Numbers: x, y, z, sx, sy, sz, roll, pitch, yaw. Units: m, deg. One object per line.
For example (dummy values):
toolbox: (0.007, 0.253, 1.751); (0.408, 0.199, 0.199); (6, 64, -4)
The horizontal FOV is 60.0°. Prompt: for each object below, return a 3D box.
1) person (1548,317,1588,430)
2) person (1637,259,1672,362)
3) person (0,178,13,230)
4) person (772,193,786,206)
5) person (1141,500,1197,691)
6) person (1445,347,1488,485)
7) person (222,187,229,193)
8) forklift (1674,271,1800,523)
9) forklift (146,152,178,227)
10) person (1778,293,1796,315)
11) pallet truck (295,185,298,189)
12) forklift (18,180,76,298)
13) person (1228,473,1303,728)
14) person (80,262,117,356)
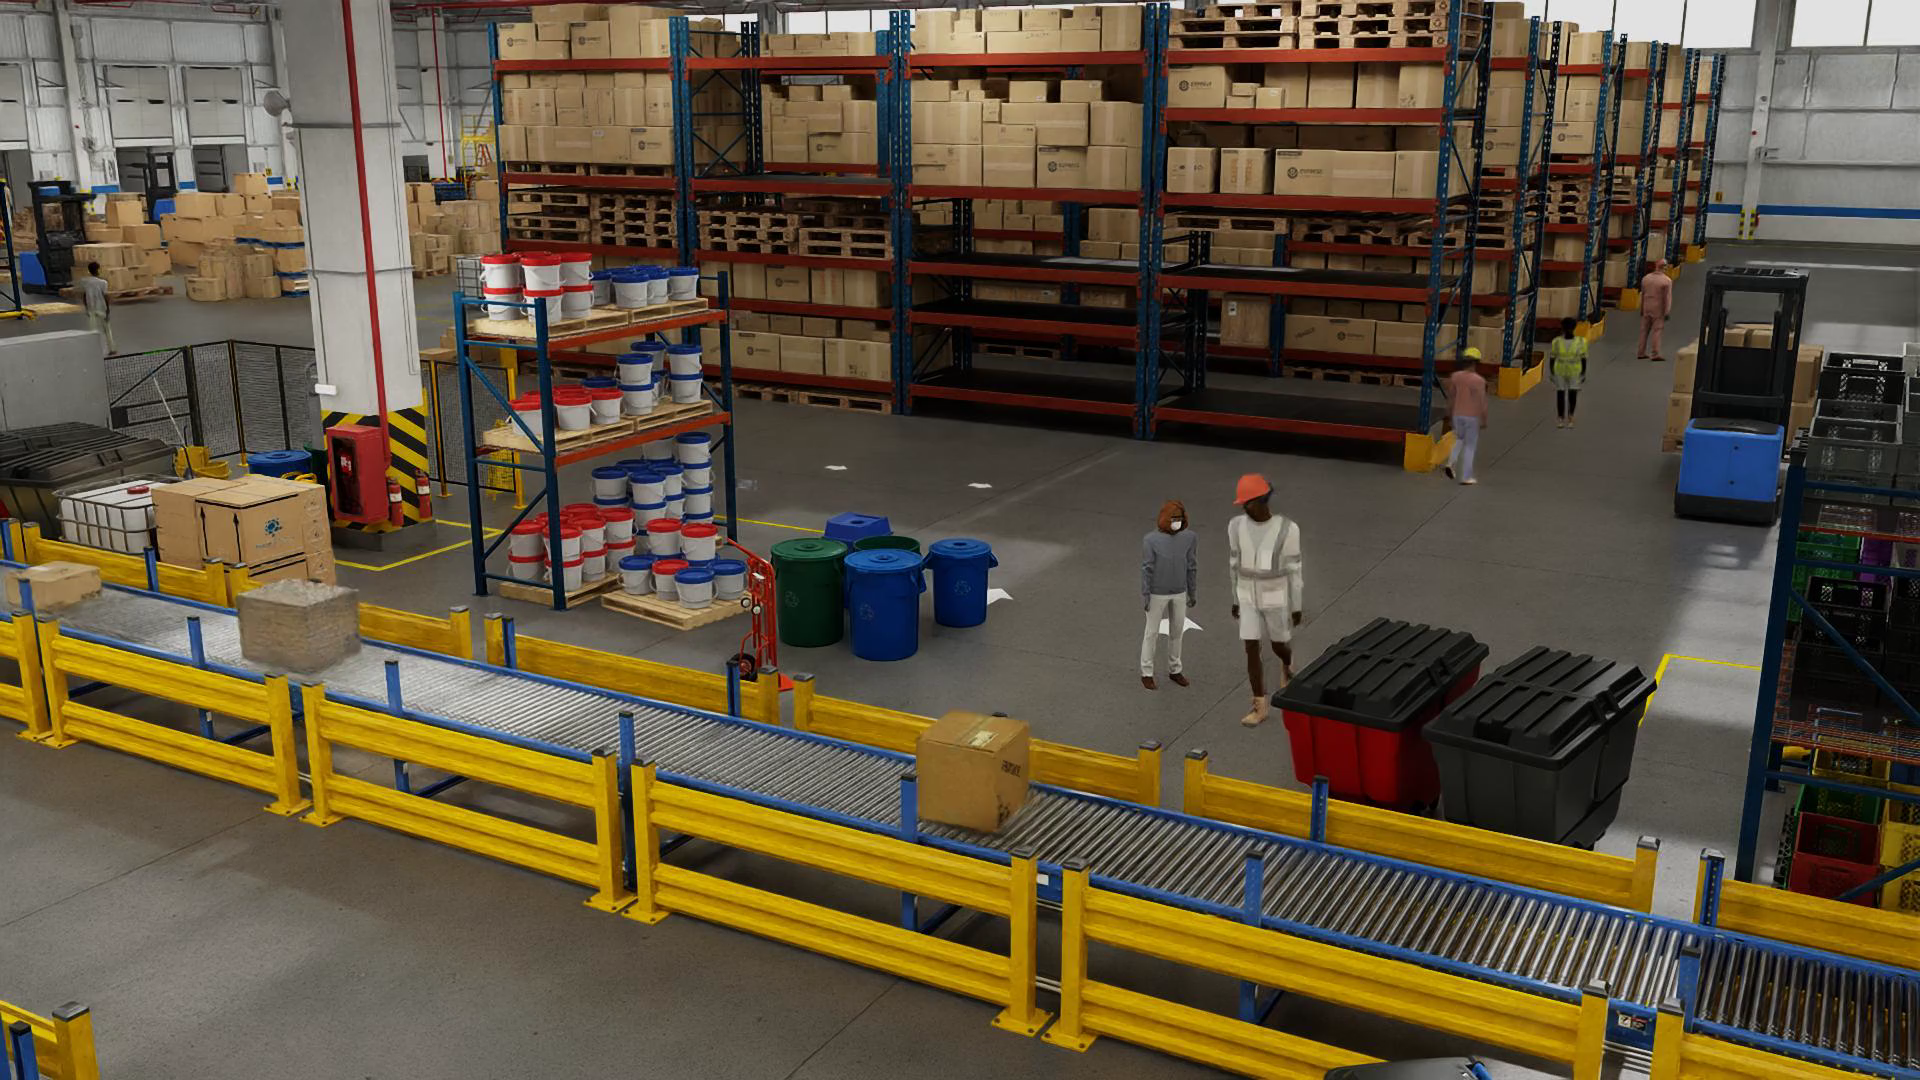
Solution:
person: (8.987, -2.467, 24.665); (0.548, 1.675, 0.496); (8, 17, 28)
person: (13.047, -4.306, 31.179); (0.399, 1.899, 0.650); (-8, 17, -29)
person: (-35.603, -12.509, 61.971); (0.585, 1.917, 0.381); (0, 15, 2)
person: (-5.947, -10.772, 55.588); (0.633, 1.842, 0.429); (2, 15, 6)
person: (1.730, 0.452, 13.810); (0.497, 1.626, 0.287); (-5, 16, -18)
person: (6.476, -1.580, 21.197); (0.418, 1.743, 0.607); (-11, 18, -36)
person: (-24.640, -10.954, 56.140); (0.662, 1.902, 0.909); (6, 16, 22)
forklift: (9.269, -1.763, 19.726); (1.129, 2.768, 1.873); (8, 17, 27)
forklift: (-30.086, -13.242, 62.882); (1.873, 2.768, 1.129); (8, 17, 28)
person: (15.640, -4.244, 31.460); (0.280, 1.624, 0.493); (4, 15, 13)
pallet truck: (-26.804, -14.617, 69.738); (1.885, 1.965, 0.823); (-14, 20, -42)
forklift: (-22.423, -7.492, 41.263); (1.873, 2.768, 1.129); (8, 17, 28)
person: (2.433, 0.429, 13.196); (0.629, 1.997, 0.865); (9, 17, 30)
person: (-16.312, -4.333, 31.419); (0.512, 1.831, 0.936); (-3, 15, -11)
